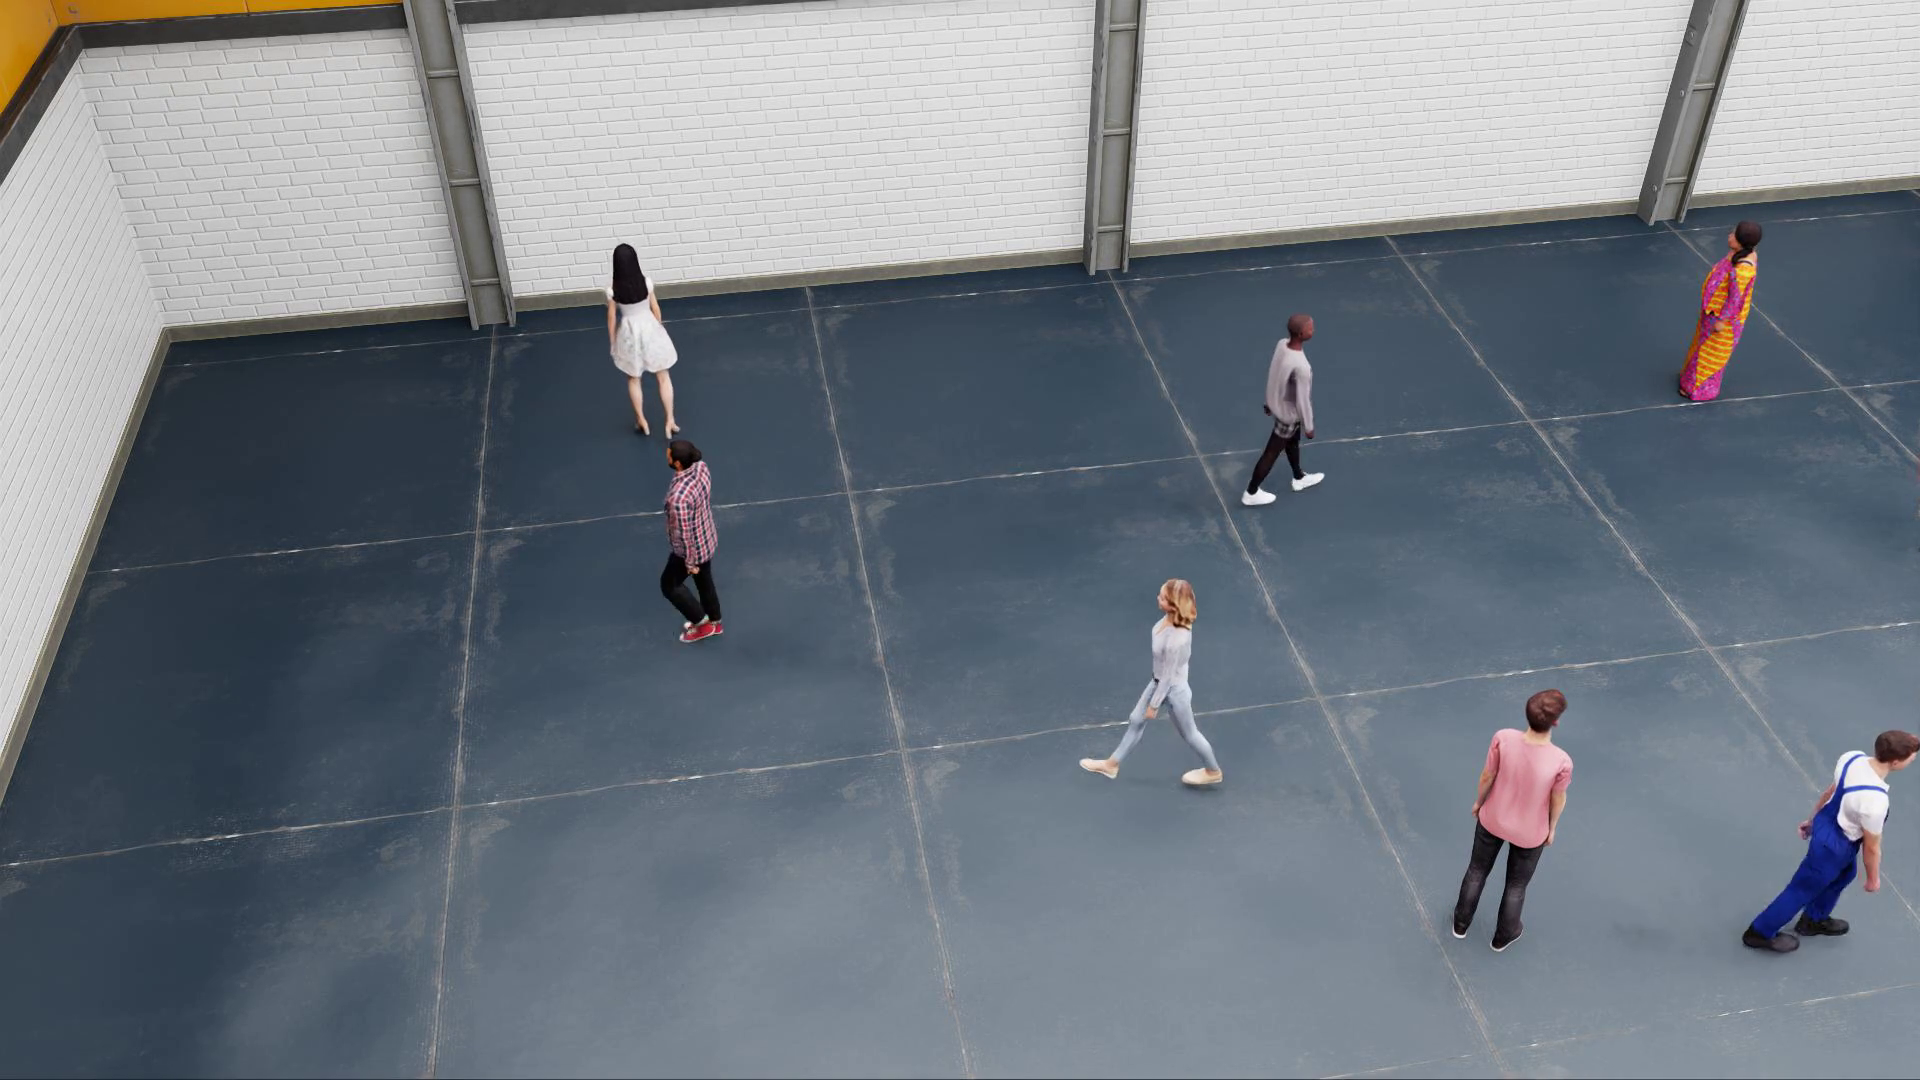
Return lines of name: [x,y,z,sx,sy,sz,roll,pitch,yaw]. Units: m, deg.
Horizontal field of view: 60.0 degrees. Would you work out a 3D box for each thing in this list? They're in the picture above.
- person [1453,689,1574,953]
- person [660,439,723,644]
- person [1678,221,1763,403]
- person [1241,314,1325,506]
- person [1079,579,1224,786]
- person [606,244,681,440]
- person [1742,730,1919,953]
person: [3.199,1.634,9.636,0.692,1.959,0.772,20,43,23]
person: [-1.847,0.019,11.826,0.793,1.751,0.794,11,40,13]
person: [6.629,-2.014,14.431,0.818,1.676,0.789,12,40,14]
person: [2.472,-0.995,13.099,0.967,1.747,0.671,-8,39,-10]
person: [1.427,0.979,10.628,1.254,1.746,0.854,4,39,5]
person: [-2.675,-1.644,13.900,0.621,1.761,0.771,-8,39,-10]
person: [4.930,1.762,9.583,0.961,1.825,0.801,6,39,7]
